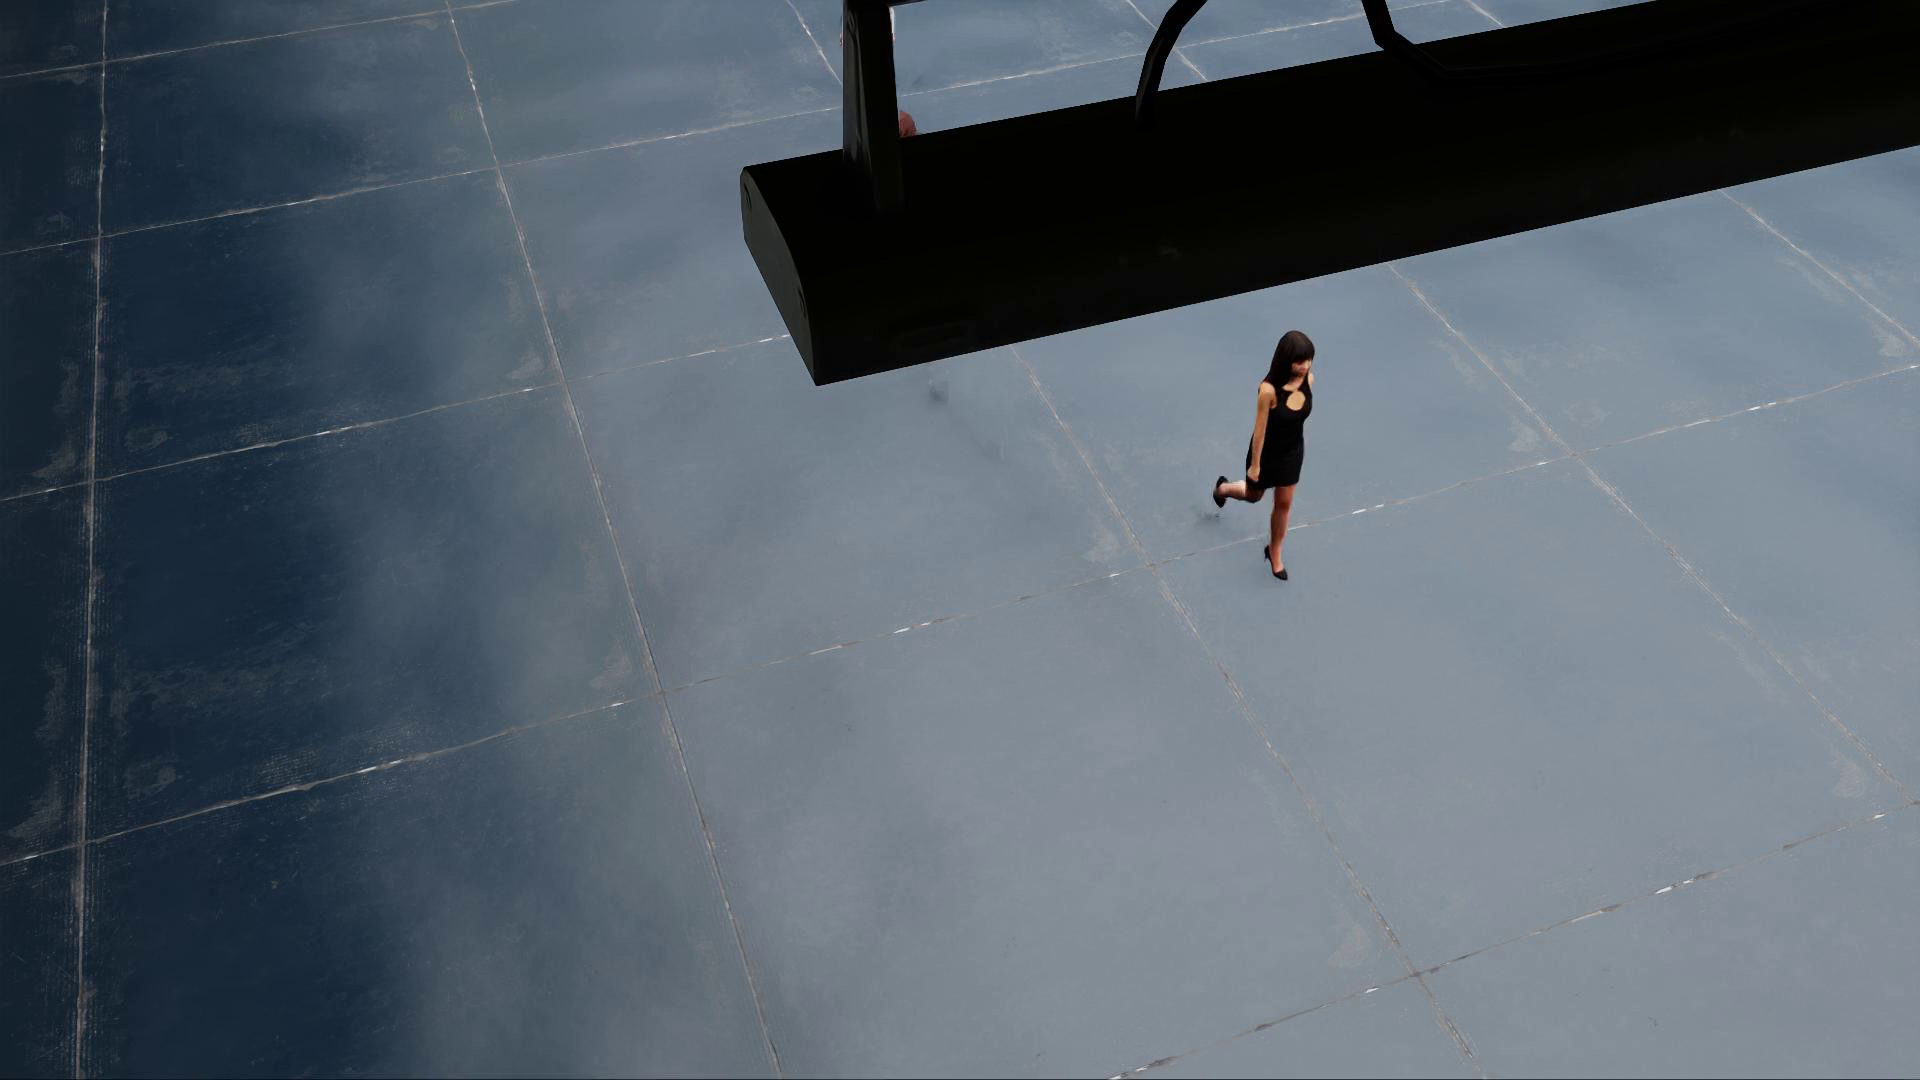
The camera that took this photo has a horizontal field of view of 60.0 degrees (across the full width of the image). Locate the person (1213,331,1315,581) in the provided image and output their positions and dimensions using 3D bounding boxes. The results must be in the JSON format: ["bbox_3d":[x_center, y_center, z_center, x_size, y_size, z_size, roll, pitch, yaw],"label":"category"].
[{"bbox_3d":[1.746,-0.537,9.533,0.622,1.630,0.977,-20,47,-20],"label":"person"}]
